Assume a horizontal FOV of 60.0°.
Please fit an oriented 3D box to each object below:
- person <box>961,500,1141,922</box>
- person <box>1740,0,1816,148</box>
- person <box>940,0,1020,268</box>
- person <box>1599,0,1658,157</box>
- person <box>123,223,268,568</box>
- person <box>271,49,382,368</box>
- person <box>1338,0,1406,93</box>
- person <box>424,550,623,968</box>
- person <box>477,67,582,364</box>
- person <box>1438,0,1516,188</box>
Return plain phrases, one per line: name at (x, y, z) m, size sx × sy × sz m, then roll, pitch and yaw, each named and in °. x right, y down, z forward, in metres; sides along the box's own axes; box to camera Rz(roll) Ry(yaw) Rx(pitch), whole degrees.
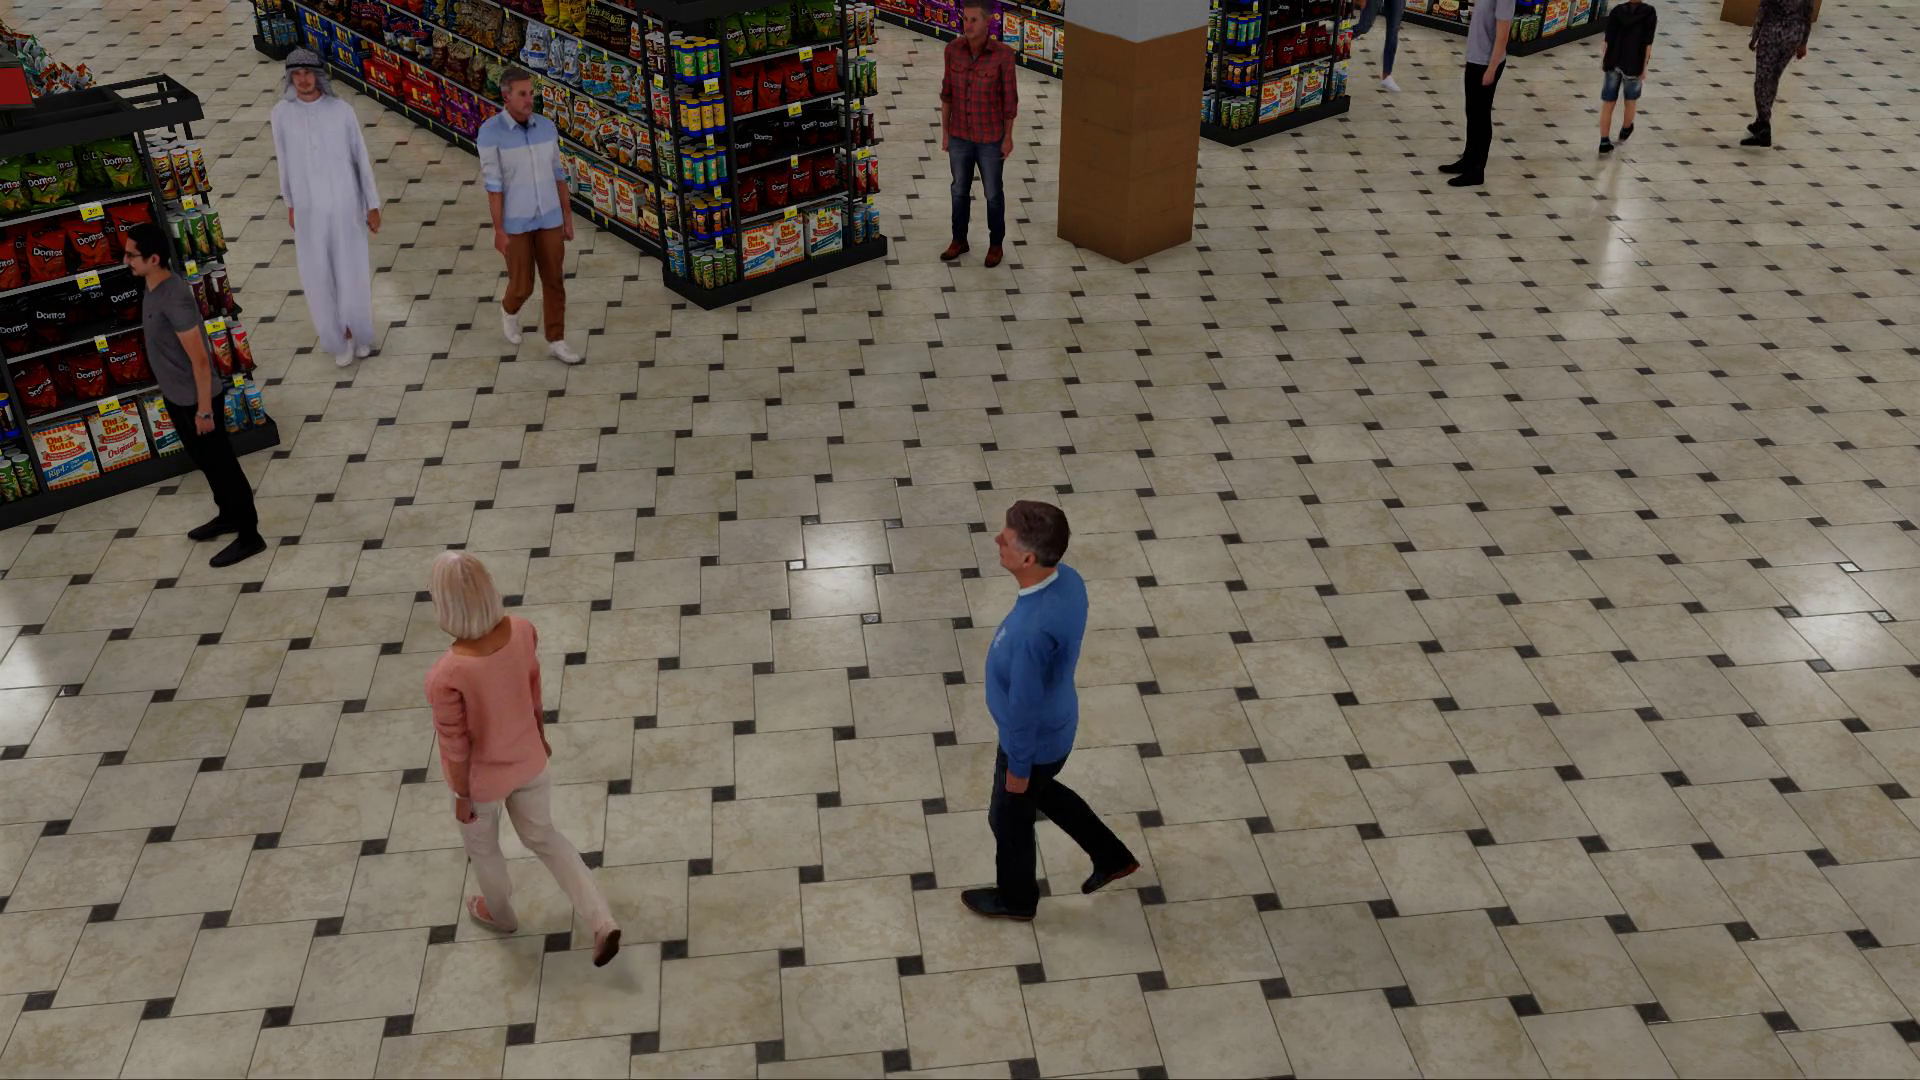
person at (0.344, 0.667, 5.840) m, size 1.026 × 1.803 × 0.933 m, roll 7°, pitch 33°, yaw 11°
person at (6.678, -4.040, 13.518) m, size 0.875 × 1.683 × 0.962 m, roll -1°, pitch 32°, yaw -2°
person at (0.123, -2.793, 11.376) m, size 0.676 × 1.830 × 0.828 m, roll 12°, pitch 34°, yaw 18°
person at (5.323, -3.797, 13.378) m, size 0.909 × 1.419 × 0.799 m, roll 19°, pitch 36°, yaw 27°
person at (-3.742, -0.720, 8.115) m, size 0.680 × 1.754 × 0.462 m, roll -22°, pitch 38°, yaw -31°
person at (-3.812, -2.040, 10.087) m, size 0.864 × 1.913 × 0.924 m, roll -9°, pitch 33°, yaw -14°
person at (3.743, -4.956, 14.970) m, size 0.845 × 1.704 × 1.203 m, roll -12°, pitch 34°, yaw -18°
person at (-1.529, 0.806, 5.711) m, size 1.072 × 1.703 × 0.770 m, roll 20°, pitch 37°, yaw 29°
person at (-2.642, -1.953, 10.040) m, size 0.704 × 1.815 × 0.838 m, roll -26°, pitch 40°, yaw -35°
person at (4.035, -3.662, 12.740) m, size 0.798 × 1.863 × 0.726 m, roll 1°, pitch 32°, yaw 2°
